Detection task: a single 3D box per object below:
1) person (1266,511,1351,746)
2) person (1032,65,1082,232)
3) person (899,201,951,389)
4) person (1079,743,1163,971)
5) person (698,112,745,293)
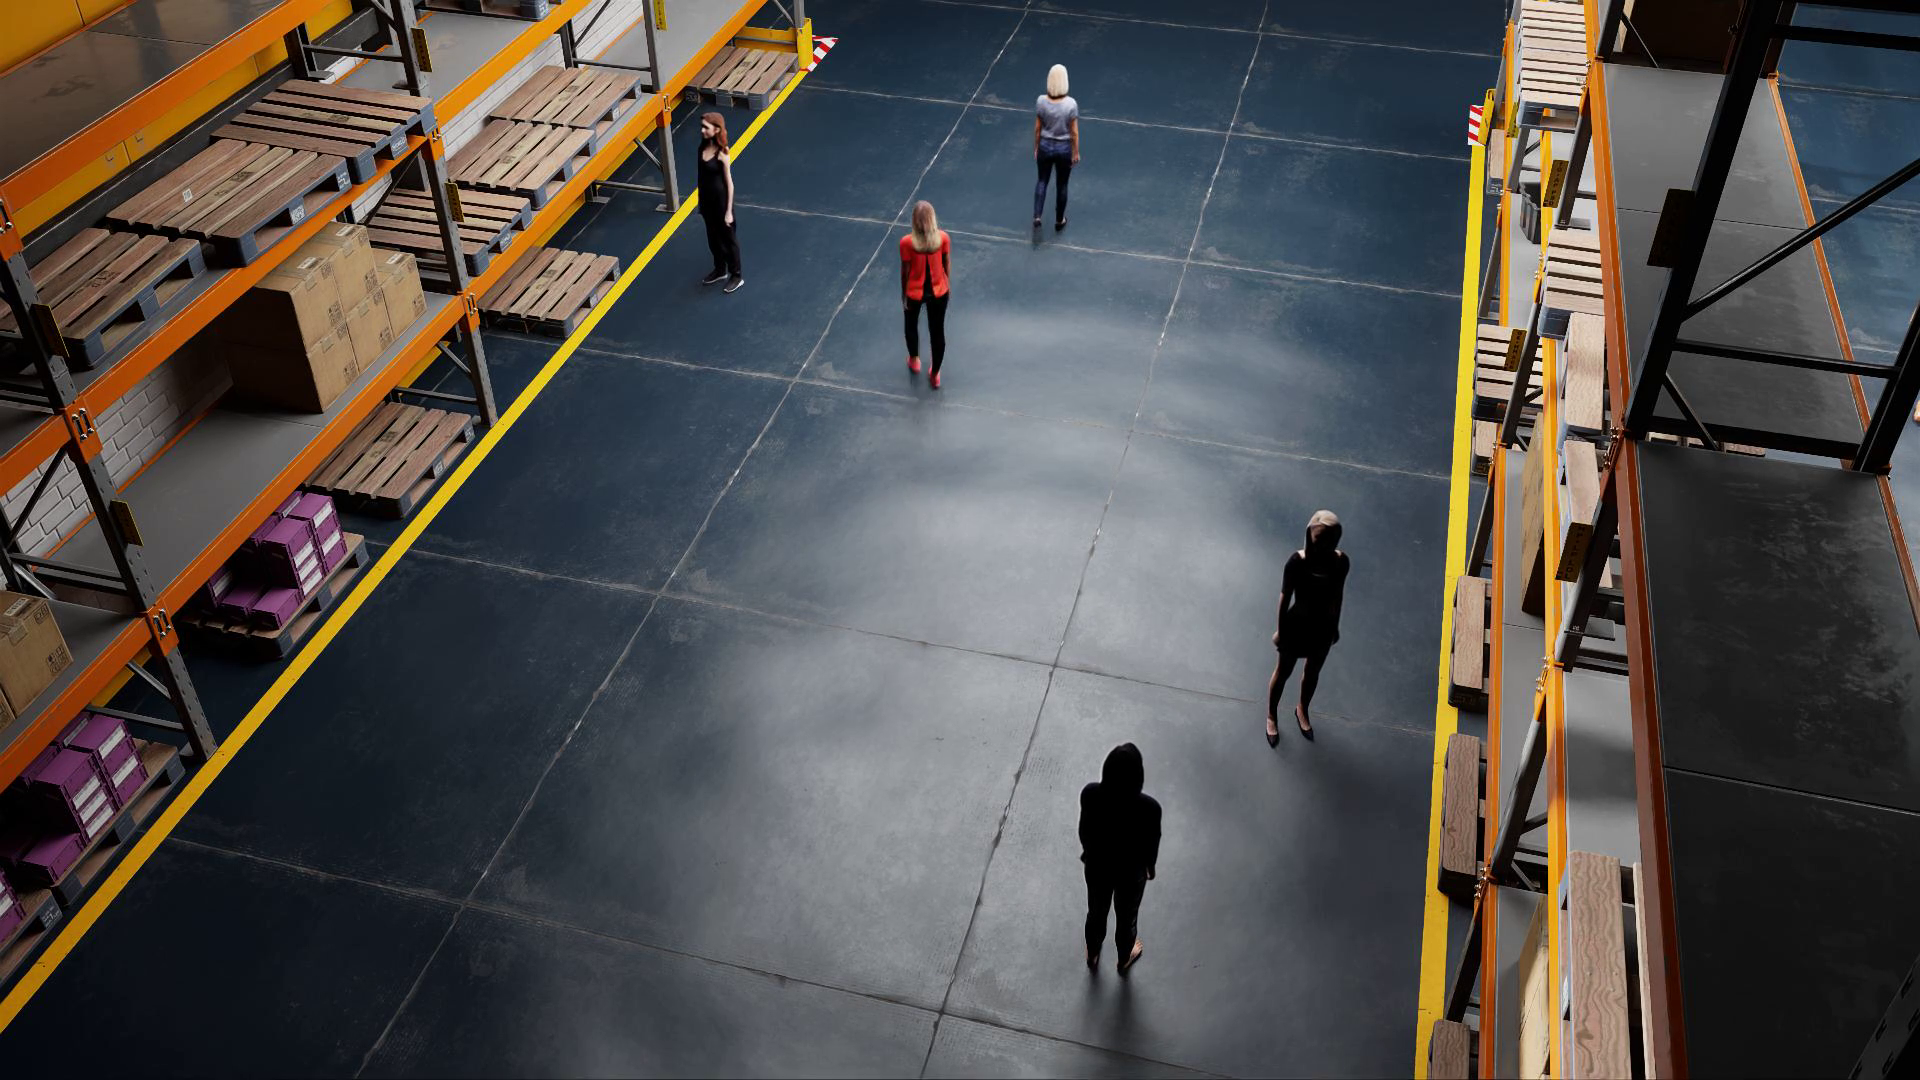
[{"bbox_3d":[2.233,0.567,10.685,0.655,1.830,0.629,-5,39,-7],"label":"person"},{"bbox_3d":[0.919,-3.784,16.222,0.612,1.719,0.656,13,41,16],"label":"person"},{"bbox_3d":[-0.271,-2.034,14.067,0.743,1.673,0.817,-4,39,-5],"label":"person"},{"bbox_3d":[0.871,1.774,9.249,0.605,1.735,0.515,11,40,13],"label":"person"},{"bbox_3d":[-2.227,-3.144,15.397,0.653,1.748,0.648,26,45,29],"label":"person"}]
